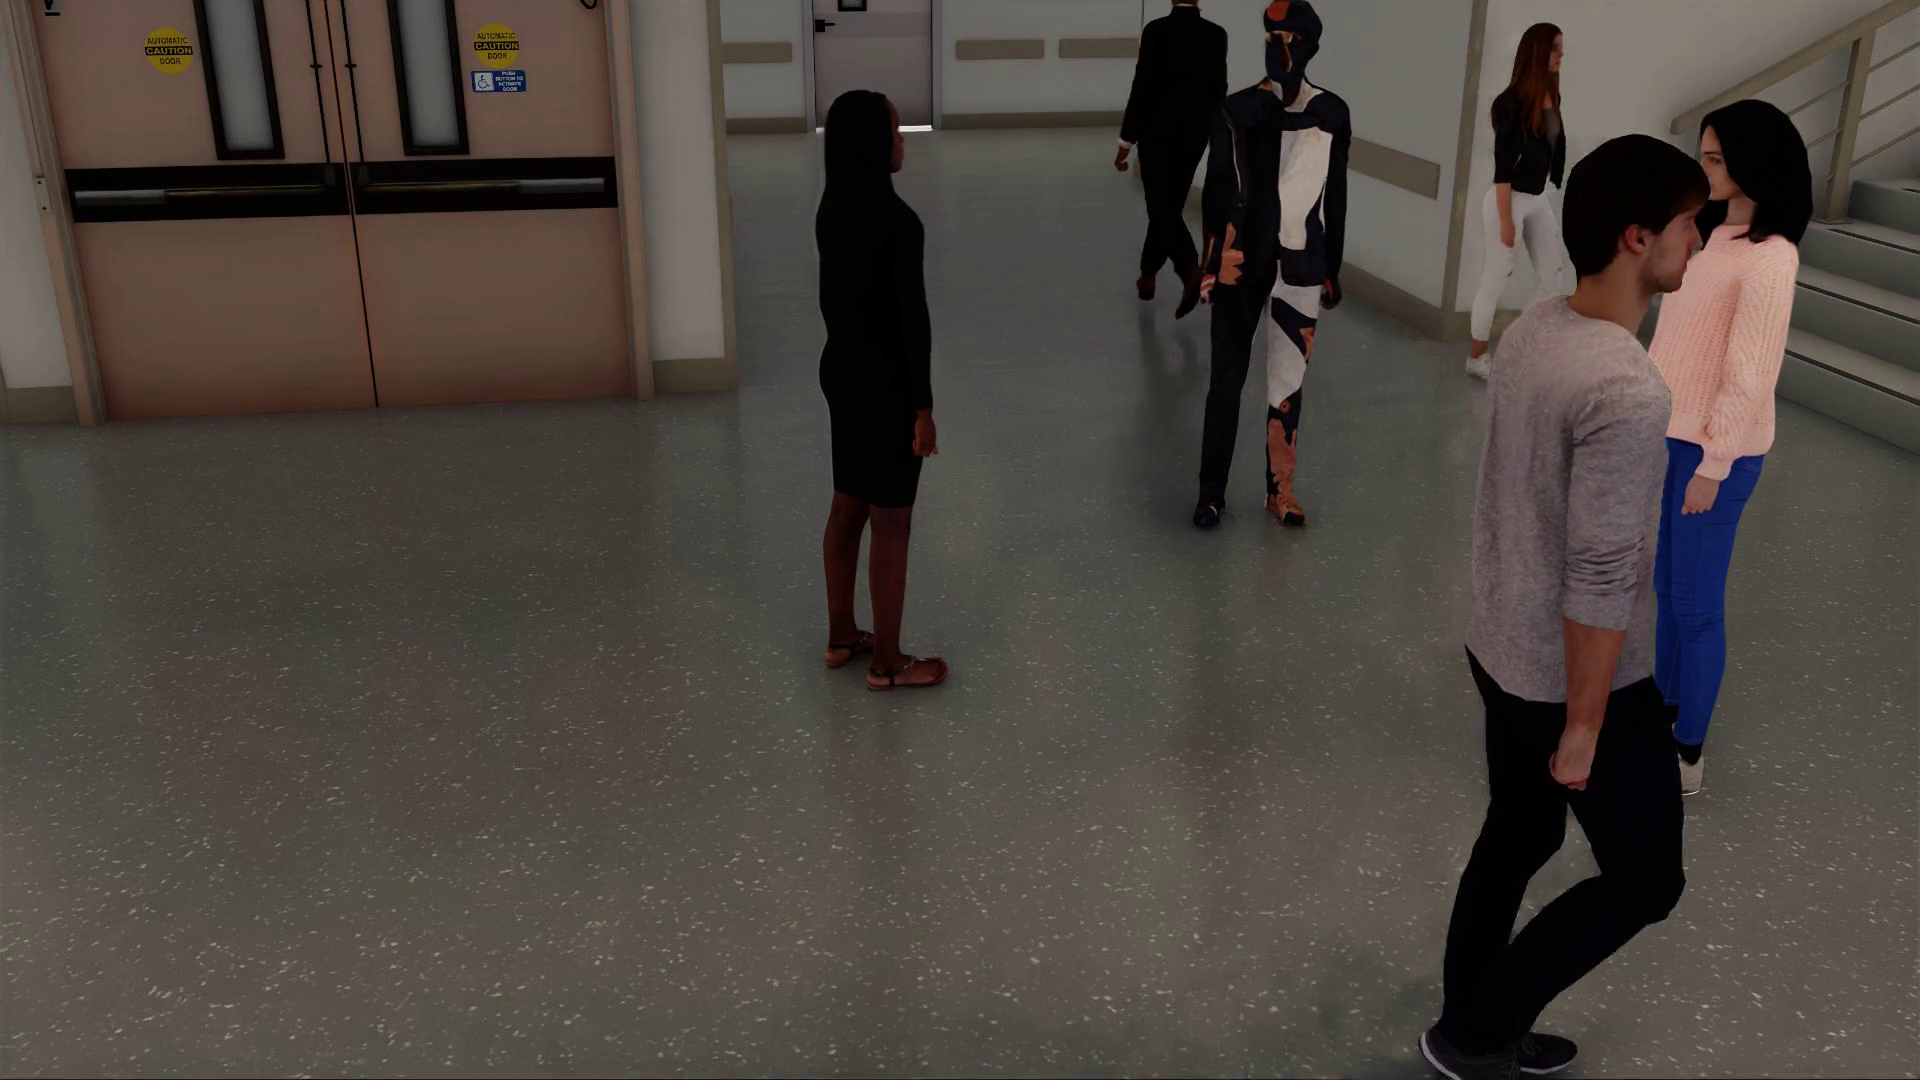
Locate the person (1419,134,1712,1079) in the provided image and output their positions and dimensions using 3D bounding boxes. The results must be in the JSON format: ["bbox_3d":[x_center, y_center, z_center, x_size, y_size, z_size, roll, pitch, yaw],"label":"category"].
[{"bbox_3d":[0.980,0.220,2.960,0.671,1.833,0.680,-2,21,-5],"label":"person"}]

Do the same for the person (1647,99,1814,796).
[{"bbox_3d":[1.877,-0.206,4.178,0.667,1.766,0.708,3,21,9],"label":"person"}]

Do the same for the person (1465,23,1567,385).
[{"bbox_3d":[2.586,-1.578,7.910,0.727,1.689,0.800,-14,25,-33],"label":"person"}]

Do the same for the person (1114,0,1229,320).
[{"bbox_3d":[1.226,-2.174,9.244,1.181,1.859,0.833,-5,21,-14],"label":"person"}]

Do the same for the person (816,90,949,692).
[{"bbox_3d":[-0.246,-0.416,4.798,0.645,1.720,0.678,-14,25,-33],"label":"person"}]

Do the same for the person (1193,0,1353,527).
[{"bbox_3d":[1.124,-0.981,6.050,0.611,1.892,0.793,1,21,3],"label":"person"}]
